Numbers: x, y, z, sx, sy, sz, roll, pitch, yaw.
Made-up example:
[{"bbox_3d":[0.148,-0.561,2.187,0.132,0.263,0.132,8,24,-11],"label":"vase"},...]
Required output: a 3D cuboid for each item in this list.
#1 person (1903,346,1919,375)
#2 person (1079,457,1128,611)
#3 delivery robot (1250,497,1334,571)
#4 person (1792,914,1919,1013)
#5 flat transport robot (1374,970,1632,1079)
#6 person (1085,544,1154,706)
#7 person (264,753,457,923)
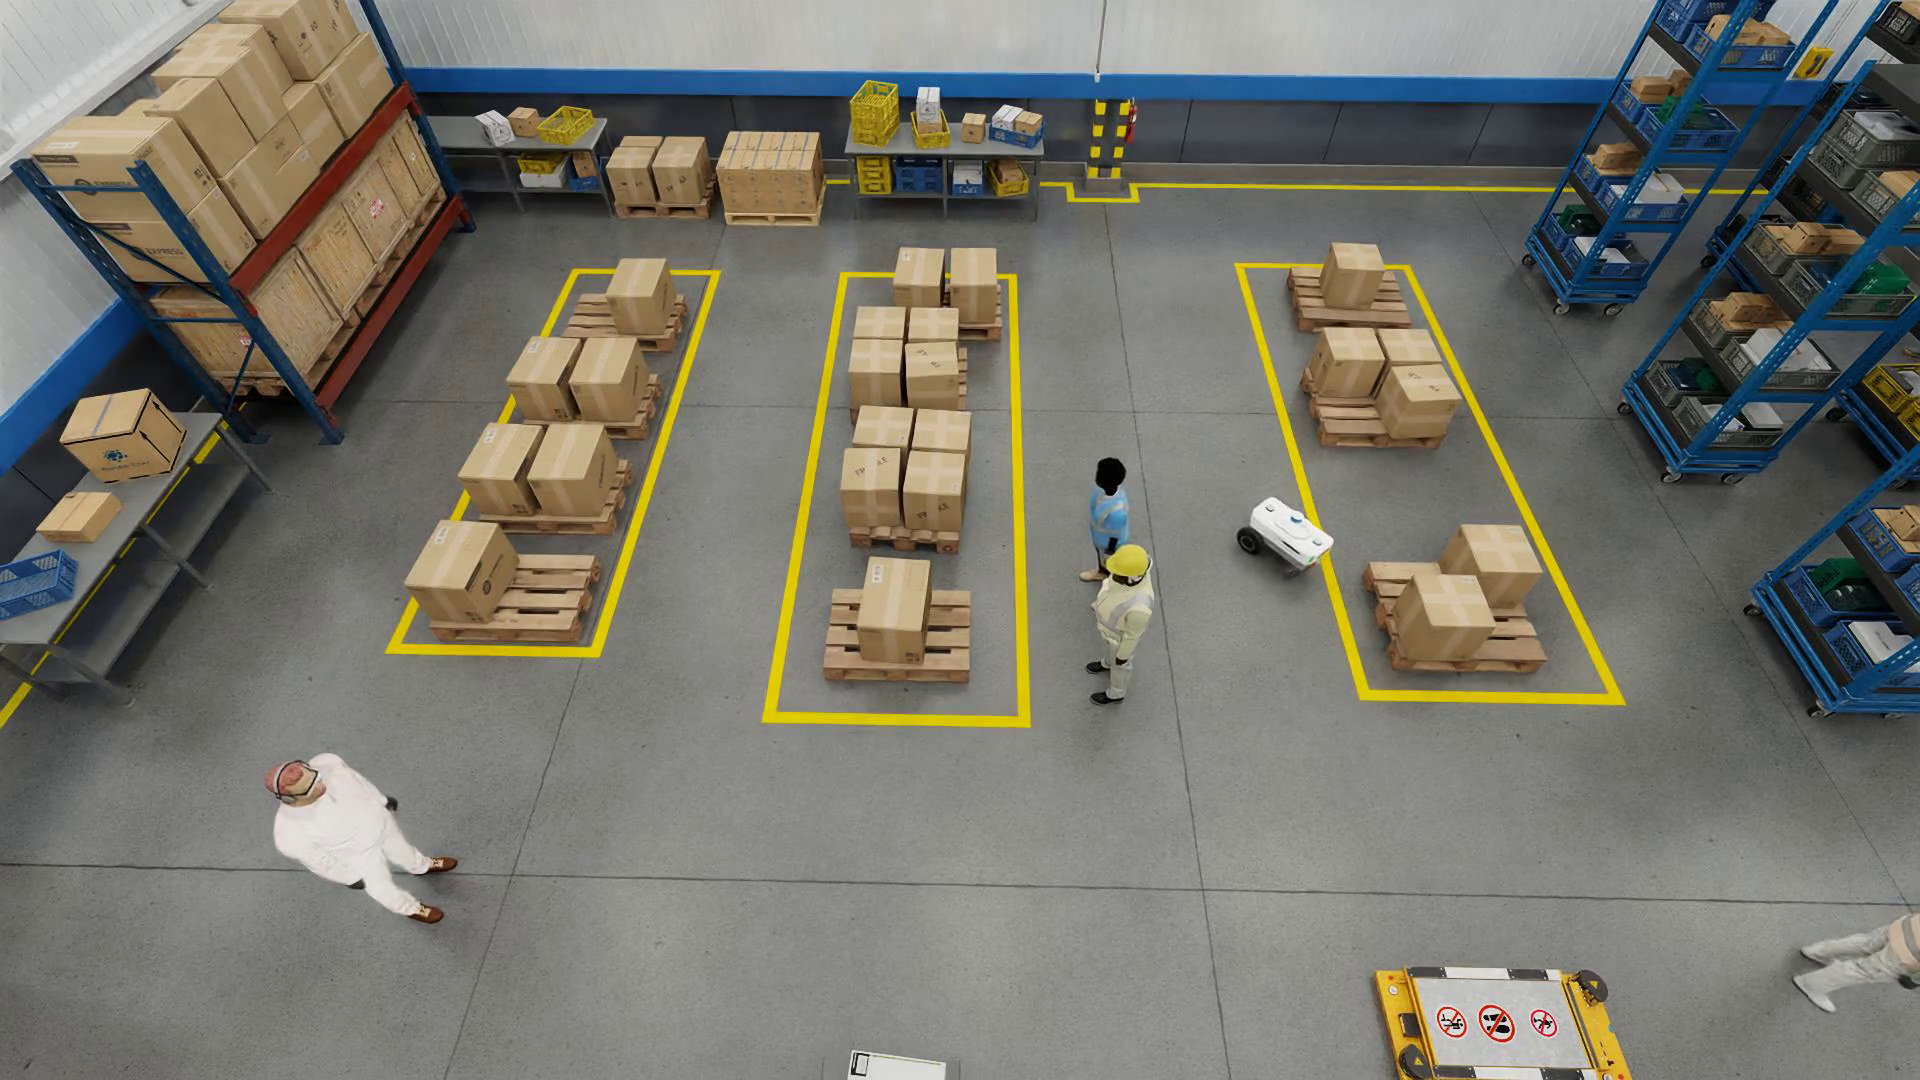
[{"bbox_3d":[10.758,-2.568,9.456,0.375,1.997,0.612,18,53,14],"label":"person"},{"bbox_3d":[1.210,-0.060,7.614,0.328,1.684,0.545,-9,51,-7],"label":"person"},{"bbox_3d":[2.987,-0.068,8.283,0.477,0.478,0.707,-33,58,-24],"label":"delivery robot"},{"bbox_3d":[5.824,2.486,5.576,0.328,1.624,0.521,34,58,24],"label":"person"},{"bbox_3d":[3.501,3.133,5.914,1.431,0.197,0.652,1,51,1],"label":"flat transport robot"},{"bbox_3d":[1.211,0.639,6.954,0.403,1.824,0.597,-2,51,-1],"label":"person"},{"bbox_3d":[-3.810,1.900,5.871,0.401,1.910,0.641,-1,51,-1],"label":"person"}]
